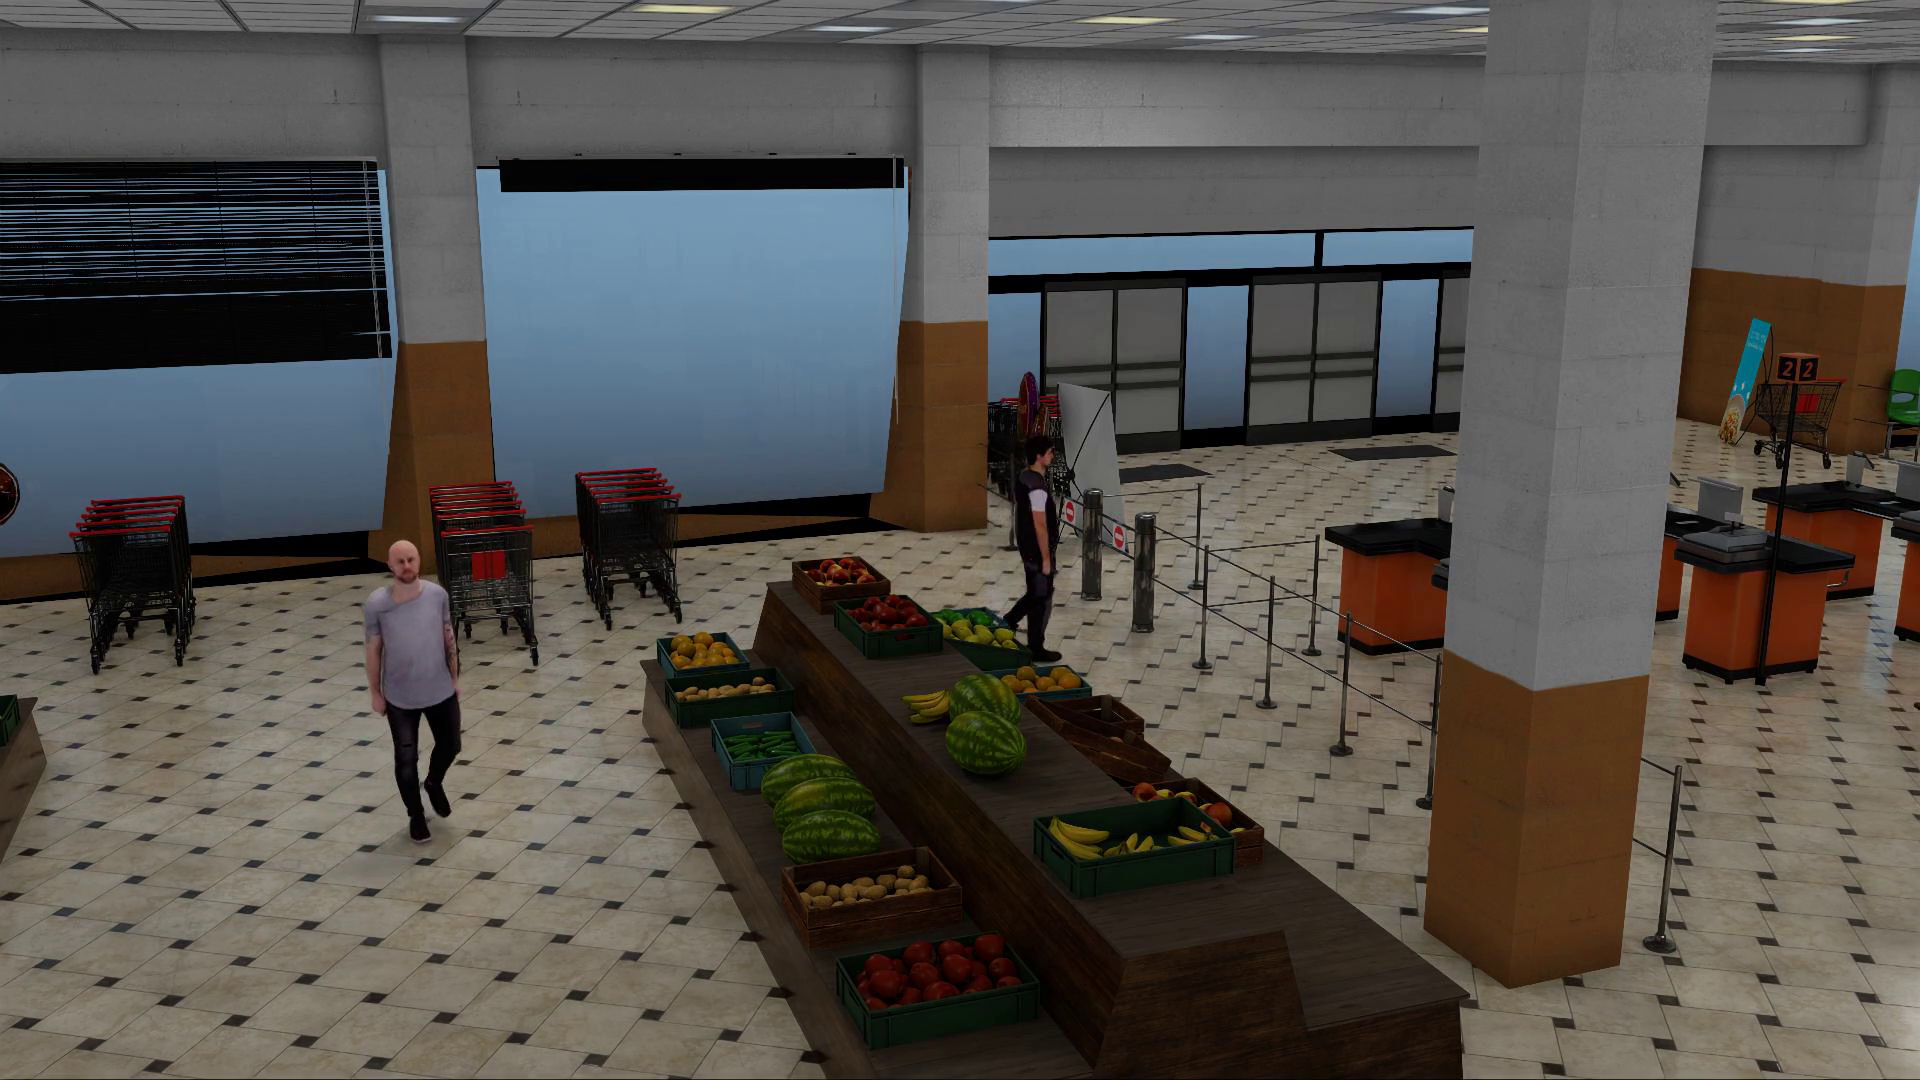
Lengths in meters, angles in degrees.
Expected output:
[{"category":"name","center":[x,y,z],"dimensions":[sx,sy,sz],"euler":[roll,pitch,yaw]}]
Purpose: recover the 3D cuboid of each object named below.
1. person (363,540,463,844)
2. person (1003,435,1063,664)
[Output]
[{"category":"person","center":[-3.258,0.871,9.929],"dimensions":[0.754,1.826,0.768],"euler":[-8,16,-31]},{"category":"person","center":[0.518,0.089,13.135],"dimensions":[0.799,1.835,0.754],"euler":[-2,14,-9]}]
